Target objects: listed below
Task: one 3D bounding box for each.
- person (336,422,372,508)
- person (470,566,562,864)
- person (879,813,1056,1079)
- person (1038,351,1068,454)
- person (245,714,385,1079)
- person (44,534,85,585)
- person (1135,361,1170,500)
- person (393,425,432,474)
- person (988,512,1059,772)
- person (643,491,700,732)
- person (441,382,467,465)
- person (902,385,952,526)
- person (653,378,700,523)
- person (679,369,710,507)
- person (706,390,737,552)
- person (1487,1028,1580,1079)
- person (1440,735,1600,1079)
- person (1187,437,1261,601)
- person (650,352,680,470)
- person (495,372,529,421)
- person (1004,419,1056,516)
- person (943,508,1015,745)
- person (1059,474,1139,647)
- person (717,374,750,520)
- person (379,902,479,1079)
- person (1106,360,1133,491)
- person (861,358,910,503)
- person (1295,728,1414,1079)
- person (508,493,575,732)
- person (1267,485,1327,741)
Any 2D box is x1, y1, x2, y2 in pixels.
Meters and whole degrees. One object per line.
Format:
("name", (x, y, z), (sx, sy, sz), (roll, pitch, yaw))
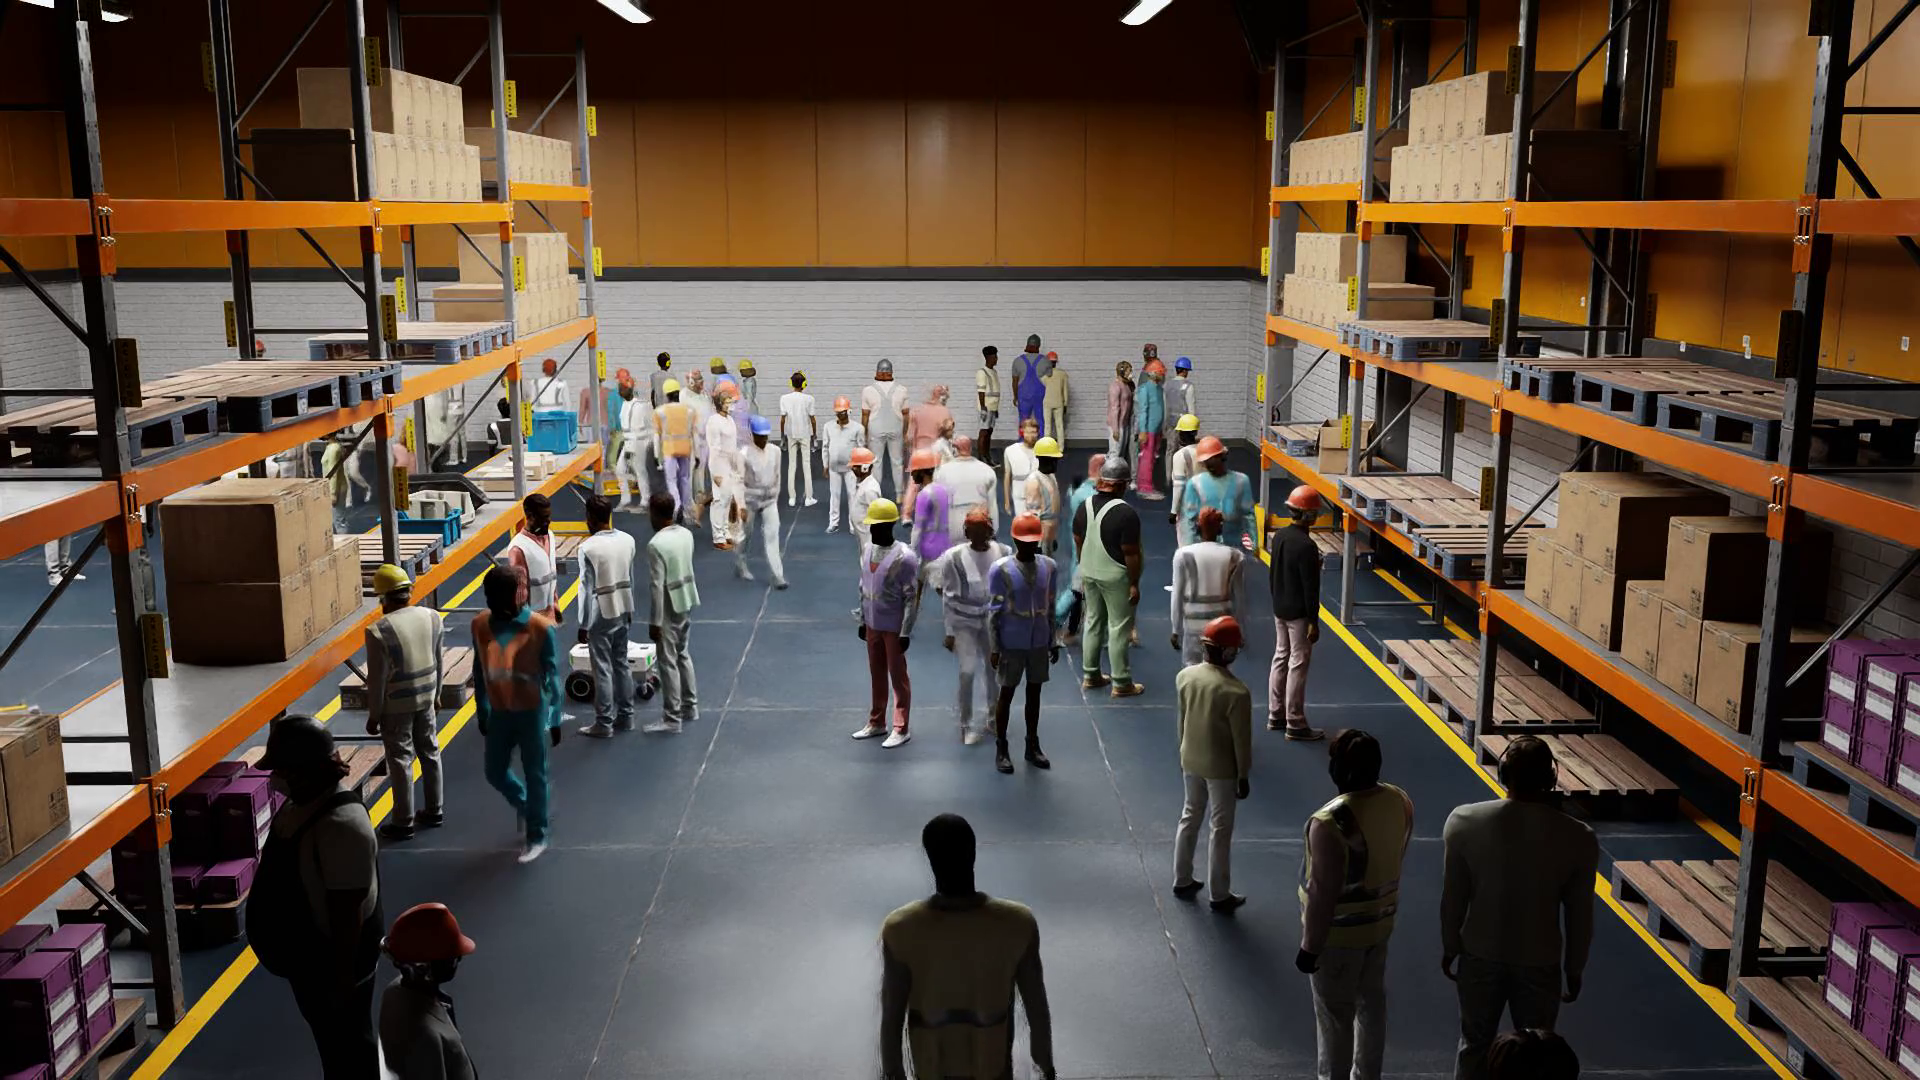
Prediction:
("person", (-8.405, -1.243, 22.889), (0.526, 1.633, 0.436), (5, 12, 22))
("person", (-2.792, 1.086, 10.535), (0.632, 1.903, 0.431), (2, 11, 11))
("person", (0.039, 1.954, 6.202), (0.658, 1.890, 0.468), (1, 11, 3))
("person", (1.529, -2.273, 27.752), (0.565, 1.752, 0.338), (-3, 12, -15))
("person", (-2.745, 1.706, 7.077), (0.535, 2.000, 0.683), (-9, 14, -38))
("person", (-9.879, -0.374, 18.282), (0.329, 1.733, 0.488), (0, 11, 2))
("person", (2.735, -1.556, 23.693), (0.620, 1.979, 0.667), (6, 13, 27))
("person", (-6.492, -0.584, 19.671), (0.515, 1.582, 0.858), (-6, 13, -27))
("person", (0.480, 0.743, 12.169), (0.550, 1.935, 0.375), (-4, 12, -21))
("person", (-2.277, 0.556, 13.204), (0.389, 1.905, 0.612), (3, 12, 16))
("person", (-8.145, -2.020, 26.765), (0.307, 1.643, 0.514), (4, 12, 21))
("person", (-0.380, -1.098, 21.679), (0.714, 1.839, 1.040), (9, 14, 38))
("person", (-3.703, -1.165, 21.826), (0.599, 1.906, 0.744), (-4, 12, -20))
("person", (-3.645, -1.400, 22.981), (0.408, 1.913, 0.644), (6, 13, 27))
("person", (-2.850, -0.841, 20.106), (0.372, 1.940, 0.630), (2, 11, 10))
("person", (1.576, 2.263, 4.785), (0.429, 1.841, 0.634), (-2, 11, -11))
("person", (2.348, 1.767, 7.066), (0.623, 1.932, 0.367), (4, 12, 18))
("person", (2.475, 0.016, 15.683), (0.687, 1.996, 0.648), (1, 11, 6))
("person", (-4.627, -2.027, 26.219), (0.513, 1.876, 0.328), (5, 12, 24))
("person", (-6.995, -1.866, 26.093), (0.547, 1.595, 0.542), (-3, 12, -17))
("person", (0.781, -0.483, 18.676), (0.591, 1.804, 0.967), (-2, 11, -8))
("person", (0.151, 0.663, 12.808), (0.586, 1.857, 0.551), (-4, 12, -19))
("person", (1.300, 0.204, 15.600), (0.814, 1.651, 0.546), (4, 12, 18))
("person", (-3.027, -1.230, 22.057), (0.399, 1.939, 0.602), (6, 13, 28))
("person", (-1.833, 2.099, 5.831), (0.334, 1.749, 0.575), (-6, 13, -26))
("person", (2.311, -1.638, 24.129), (0.370, 1.932, 0.627), (4, 12, 20))
("person", (-1.057, -1.527, 23.287), (0.687, 2.000, 0.535), (-2, 11, -10))
("person", (1.726, 1.732, 7.448), (0.627, 1.844, 0.429), (-10, 15, -40))
("person", (-3.345, 0.568, 13.135), (0.410, 1.907, 0.599), (2, 11, 11))
("person", (2.634, 0.559, 12.947), (0.393, 1.991, 0.626), (-3, 12, -17))
